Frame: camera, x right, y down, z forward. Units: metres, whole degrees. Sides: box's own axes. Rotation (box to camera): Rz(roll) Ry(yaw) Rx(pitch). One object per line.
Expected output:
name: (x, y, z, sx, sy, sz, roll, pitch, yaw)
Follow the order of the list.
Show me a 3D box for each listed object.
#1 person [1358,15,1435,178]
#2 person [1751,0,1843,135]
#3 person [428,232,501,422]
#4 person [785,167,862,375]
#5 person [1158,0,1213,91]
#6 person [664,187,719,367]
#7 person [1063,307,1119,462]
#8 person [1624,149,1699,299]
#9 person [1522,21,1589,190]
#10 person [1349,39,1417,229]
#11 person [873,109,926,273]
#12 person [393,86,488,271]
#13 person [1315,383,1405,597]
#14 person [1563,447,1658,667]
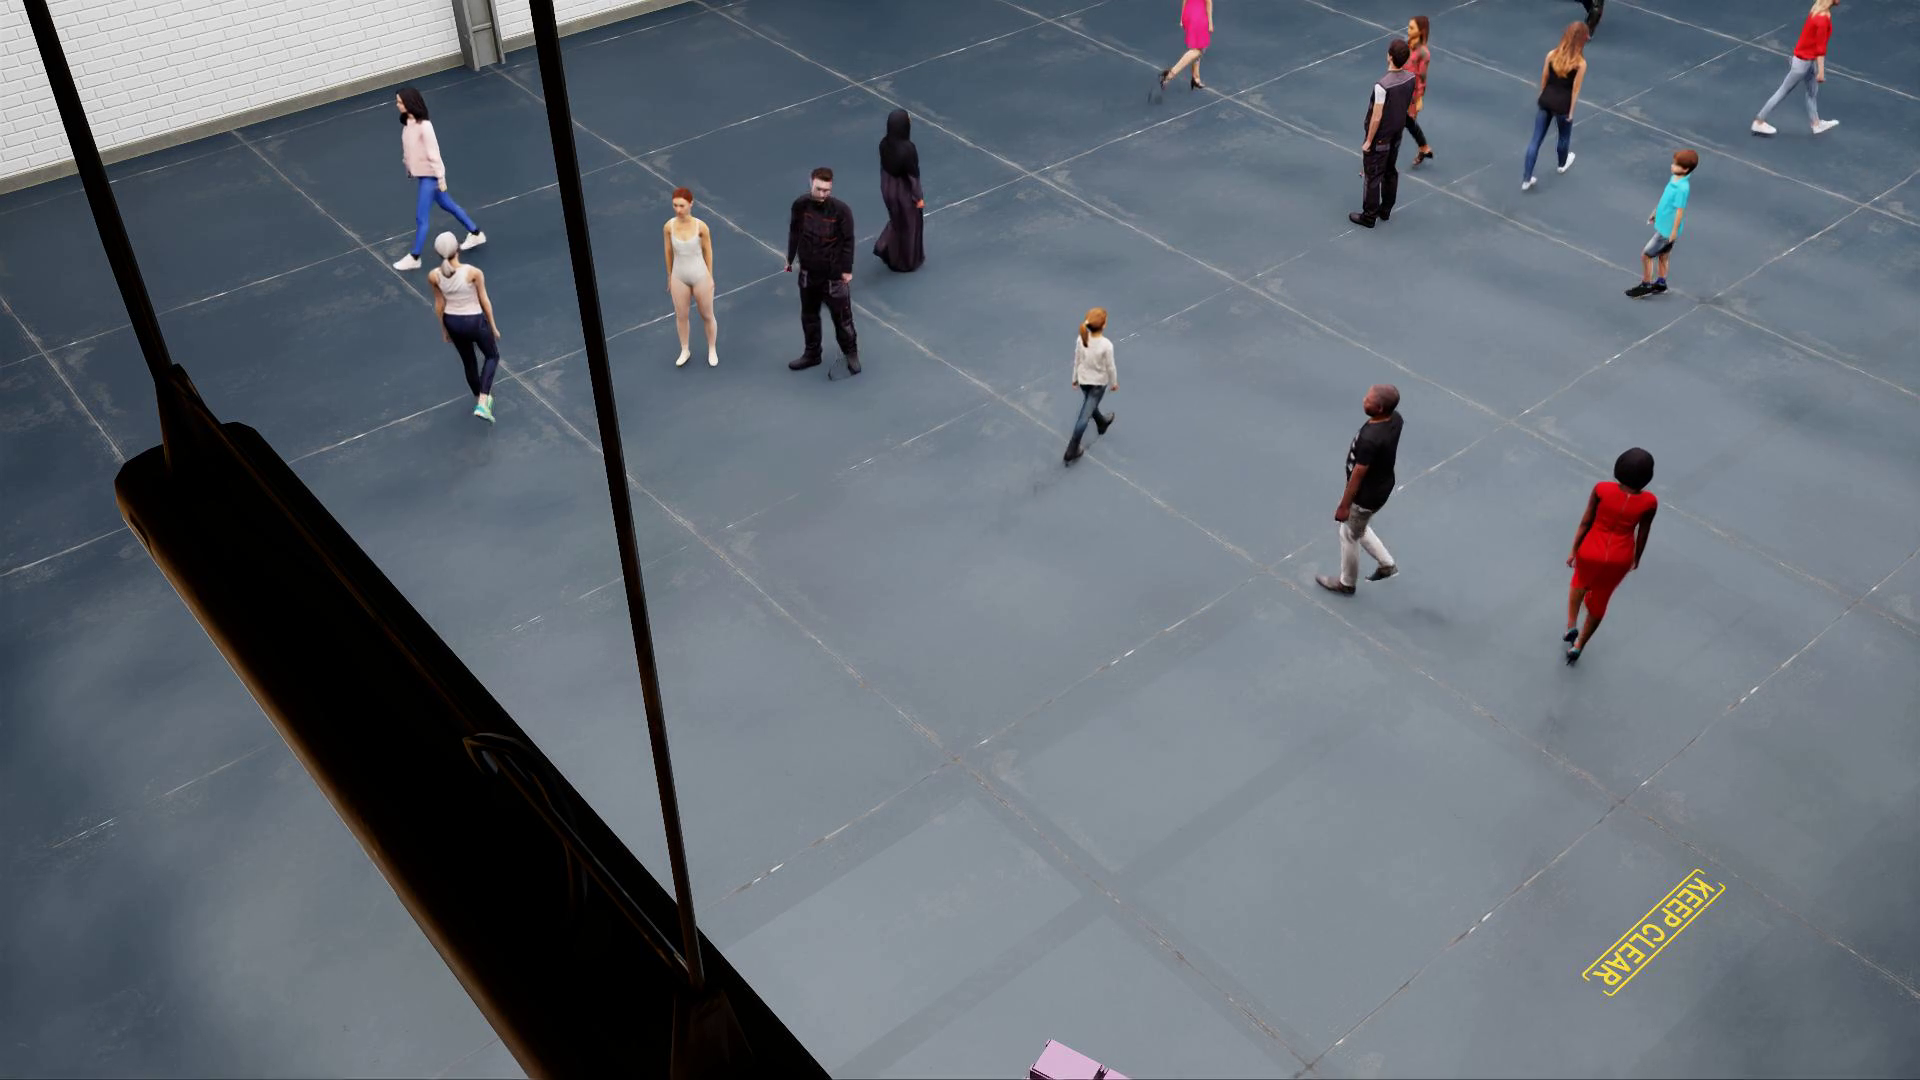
person: (4.604, -4.498, 16.897, 1.199, 1.662, 0.898, -12, 40, -15)
person: (8.832, -5.038, 17.574, 1.099, 1.661, 1.123, 9, 39, 11)
person: (-3.944, -1.645, 13.298, 0.908, 1.695, 0.948, 0, 39, 0)
person: (-1.155, -2.262, 13.906, 0.894, 1.902, 0.867, 20, 43, 24)
person: (2.553, -5.741, 18.421, 0.966, 1.703, 0.677, -21, 43, -24)
person: (-2.271, -2.221, 14.062, 0.599, 1.643, 0.669, 1, 39, 1)
person: (1.000, -1.189, 13.068, 0.644, 1.270, 0.971, 23, 44, 27)
person: (6.466, -2.850, 15.015, 0.733, 1.436, 0.678, 8, 39, 10)
person: (5.913, -4.296, 16.629, 0.693, 1.681, 1.055, 29, 47, 31)
person: (4.104, -3.910, 16.012, 0.531, 1.848, 0.723, -23, 44, -26)
person: (-0.591, -3.186, 15.298, 0.762, 1.607, 0.608, -26, 45, -29)
person: (-4.845, -3.381, 15.455, 1.192, 1.717, 0.747, -23, 44, -26)
person: (2.889, -0.291, 11.527, 0.859, 1.791, 0.835, 21, 43, 24)
person: (4.249, 0.172, 10.994, 0.722, 1.732, 0.761, 15, 41, 18)
